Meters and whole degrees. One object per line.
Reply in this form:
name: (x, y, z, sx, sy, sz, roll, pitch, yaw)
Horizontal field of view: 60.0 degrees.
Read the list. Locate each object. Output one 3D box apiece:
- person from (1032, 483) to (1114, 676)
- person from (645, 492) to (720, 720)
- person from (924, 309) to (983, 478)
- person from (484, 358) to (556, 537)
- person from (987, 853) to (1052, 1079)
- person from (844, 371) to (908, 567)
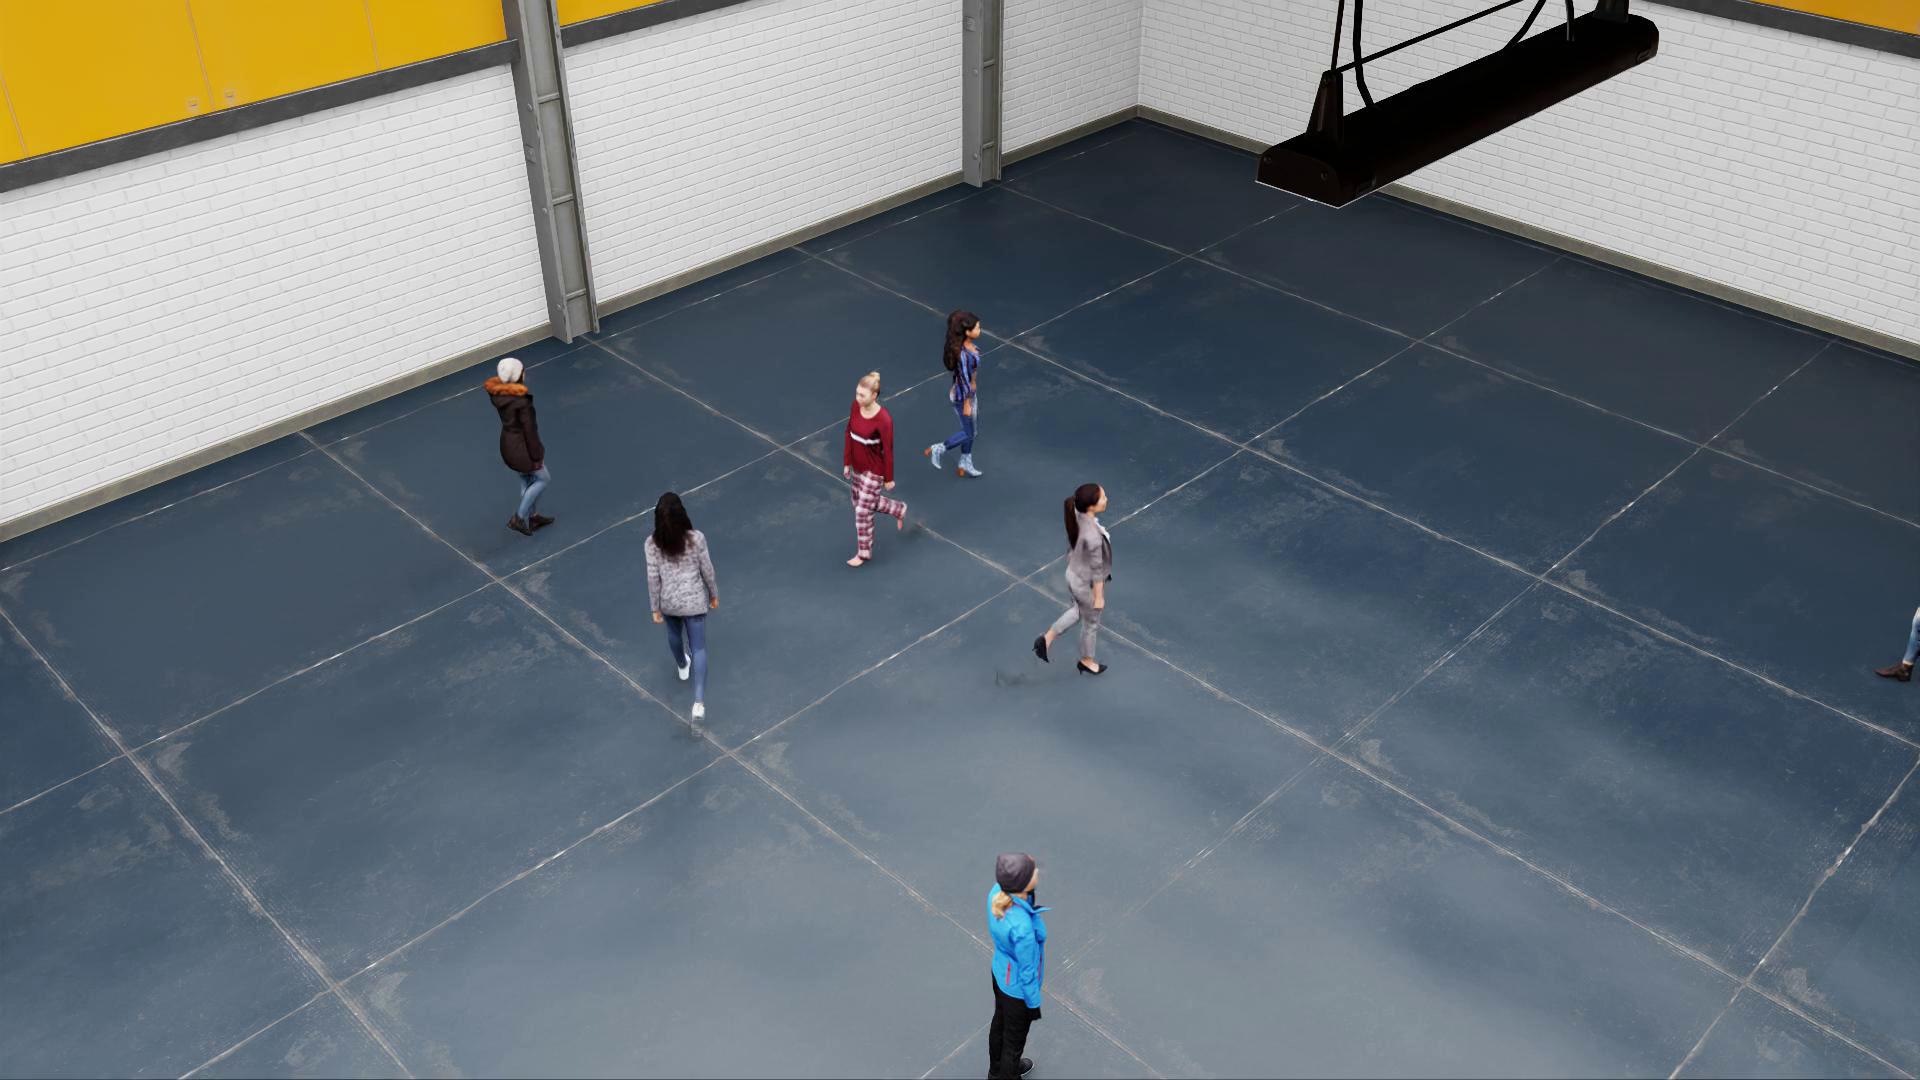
person: (0.828, 0.329, 11.966, 0.933, 1.663, 0.825, -9, 35, -13)
person: (-1.956, 0.484, 11.699, 1.164, 1.699, 1.145, -3, 34, -5)
person: (-0.037, -1.230, 14.362, 0.879, 1.607, 0.824, 3, 34, 4)
person: (-3.641, -0.731, 13.593, 0.633, 1.627, 0.709, 27, 42, 35)
person: (0.289, 2.337, 8.830, 0.696, 1.790, 0.696, -9, 35, -13)
person: (-0.674, -0.603, 13.353, 0.902, 1.680, 0.630, -27, 42, -35)
